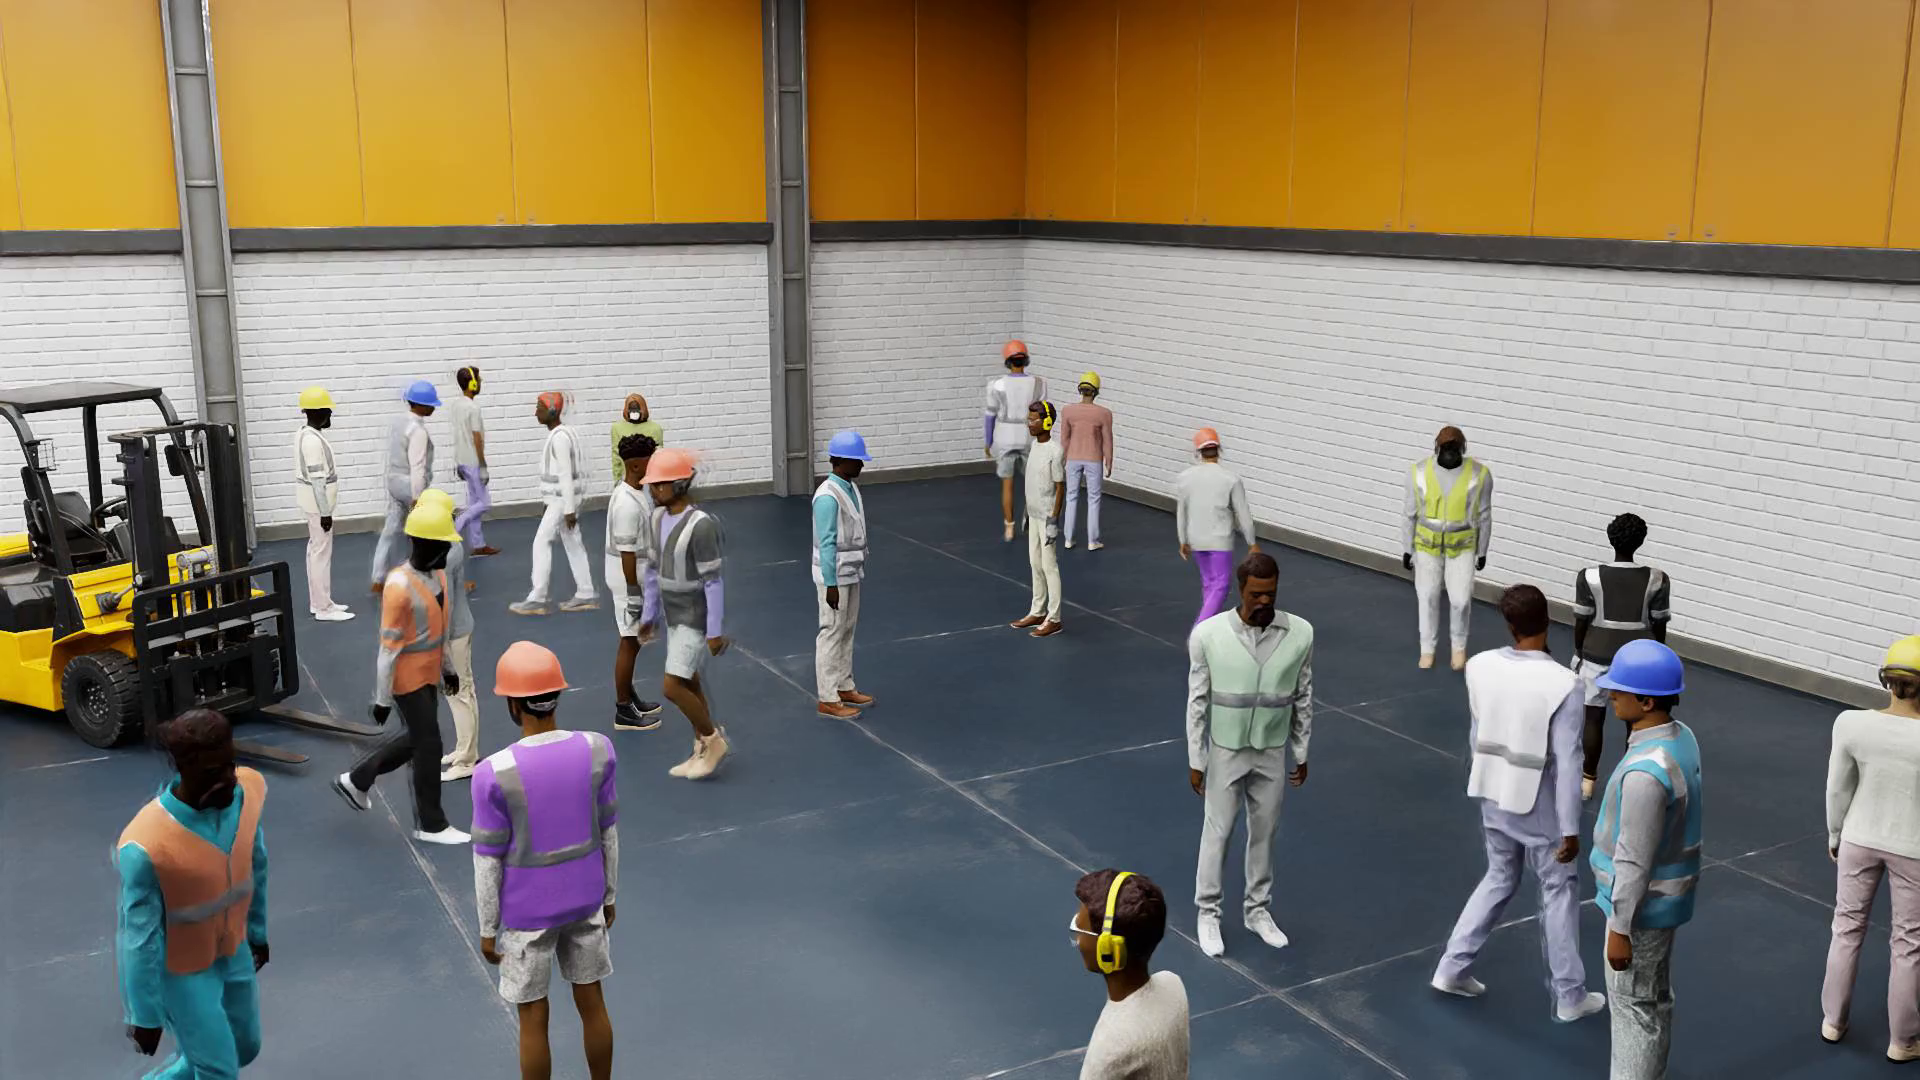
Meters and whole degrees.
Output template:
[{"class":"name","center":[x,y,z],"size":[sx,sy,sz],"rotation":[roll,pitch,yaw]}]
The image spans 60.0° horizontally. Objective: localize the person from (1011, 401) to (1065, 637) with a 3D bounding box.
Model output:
[{"class":"person","center":[0.637,-0.174,13.179],"size":[0.328,1.872,0.513],"rotation":[-6,13,-25]}]

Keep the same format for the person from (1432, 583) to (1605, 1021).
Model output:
[{"class":"person","center":[2.403,1.121,7.137],"size":[0.652,1.872,0.639],"rotation":[-7,14,-28]}]

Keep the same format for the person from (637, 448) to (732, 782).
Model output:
[{"class":"person","center":[-1.635,0.460,9.847],"size":[0.477,2.028,0.617],"rotation":[-8,14,-32]}]

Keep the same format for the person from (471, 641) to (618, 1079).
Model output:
[{"class":"person","center":[-1.510,1.312,6.074],"size":[0.545,1.930,0.387],"rotation":[-9,15,-36]}]

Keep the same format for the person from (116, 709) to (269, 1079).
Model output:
[{"class":"person","center":[-2.643,1.429,5.643],"size":[0.715,1.880,0.631],"rotation":[4,13,16]}]

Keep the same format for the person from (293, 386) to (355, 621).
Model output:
[{"class":"person","center":[-5.234,-0.299,13.629],"size":[0.369,1.928,0.585],"rotation":[-6,13,-27]}]

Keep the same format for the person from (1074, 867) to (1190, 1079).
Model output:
[{"class":"person","center":[0.421,1.735,4.271],"size":[0.326,1.862,0.500],"rotation":[5,13,24]}]

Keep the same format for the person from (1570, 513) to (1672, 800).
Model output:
[{"class":"person","center":[3.785,0.683,9.570],"size":[0.530,1.697,0.321],"rotation":[4,13,16]}]

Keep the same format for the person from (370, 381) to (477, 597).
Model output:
[{"class":"person","center":[-4.737,-0.427,14.365],"size":[0.829,1.894,0.634],"rotation":[-9,15,-37]}]

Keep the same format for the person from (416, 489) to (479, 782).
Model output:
[{"class":"person","center":[-3.079,0.566,9.957],"size":[0.326,1.769,0.524],"rotation":[-2,12,-8]}]

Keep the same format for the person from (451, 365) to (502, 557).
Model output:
[{"class":"person","center":[-4.681,-0.722,15.775],"size":[0.580,1.858,0.533],"rotation":[-10,16,-39]}]

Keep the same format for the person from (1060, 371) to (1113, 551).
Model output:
[{"class":"person","center":[1.237,-0.767,16.236],"size":[0.532,1.757,0.336],"rotation":[4,13,17]}]

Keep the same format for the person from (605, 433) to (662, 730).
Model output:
[{"class":"person","center":[-2.131,0.266,10.914],"size":[0.380,1.957,0.607],"rotation":[-2,12,-8]}]

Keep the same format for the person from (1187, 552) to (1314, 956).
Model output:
[{"class":"person","center":[1.340,0.973,7.728],"size":[0.603,1.908,0.411],"rotation":[-2,12,-8]}]

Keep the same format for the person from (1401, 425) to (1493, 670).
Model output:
[{"class":"person","center":[3.542,0.065,12.157],"size":[0.629,1.830,0.461],"rotation":[5,13,21]}]

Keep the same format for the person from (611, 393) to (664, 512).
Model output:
[{"class":"person","center":[-3.029,-0.580,15.680],"size":[0.492,1.624,0.310],"rotation":[0,12,1]}]

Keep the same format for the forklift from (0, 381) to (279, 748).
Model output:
[{"class":"forklift","center":[-5.853,0.085,11.199],"size":[2.313,2.155,1.214],"rotation":[7,14,28]}]

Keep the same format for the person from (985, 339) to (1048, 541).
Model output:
[{"class":"person","center":[0.561,-0.985,16.605],"size":[0.621,2.031,0.442],"rotation":[-2,12,-8]}]

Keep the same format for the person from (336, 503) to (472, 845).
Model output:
[{"class":"person","center":[-3.026,0.722,8.950],"size":[0.801,1.889,0.612],"rotation":[1,12,3]}]

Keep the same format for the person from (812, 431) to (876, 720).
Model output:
[{"class":"person","center":[-0.784,0.230,11.132],"size":[0.415,1.939,0.605],"rotation":[3,12,14]}]

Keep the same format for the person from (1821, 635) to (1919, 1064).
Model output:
[{"class":"person","center":[3.789,1.249,6.761],"size":[0.313,1.767,0.523],"rotation":[-12,17,-43]}]

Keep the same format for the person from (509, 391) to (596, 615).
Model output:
[{"class":"person","center":[-3.442,-0.298,13.783],"size":[0.824,1.855,0.616],"rotation":[-3,12,-12]}]

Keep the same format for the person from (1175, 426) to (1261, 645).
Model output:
[{"class":"person","center":[1.940,0.004,12.681],"size":[0.653,1.723,0.528],"rotation":[11,16,41]}]

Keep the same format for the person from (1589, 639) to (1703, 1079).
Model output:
[{"class":"person","center":[2.481,1.306,6.091],"size":[0.409,1.943,0.611],"rotation":[8,14,32]}]
